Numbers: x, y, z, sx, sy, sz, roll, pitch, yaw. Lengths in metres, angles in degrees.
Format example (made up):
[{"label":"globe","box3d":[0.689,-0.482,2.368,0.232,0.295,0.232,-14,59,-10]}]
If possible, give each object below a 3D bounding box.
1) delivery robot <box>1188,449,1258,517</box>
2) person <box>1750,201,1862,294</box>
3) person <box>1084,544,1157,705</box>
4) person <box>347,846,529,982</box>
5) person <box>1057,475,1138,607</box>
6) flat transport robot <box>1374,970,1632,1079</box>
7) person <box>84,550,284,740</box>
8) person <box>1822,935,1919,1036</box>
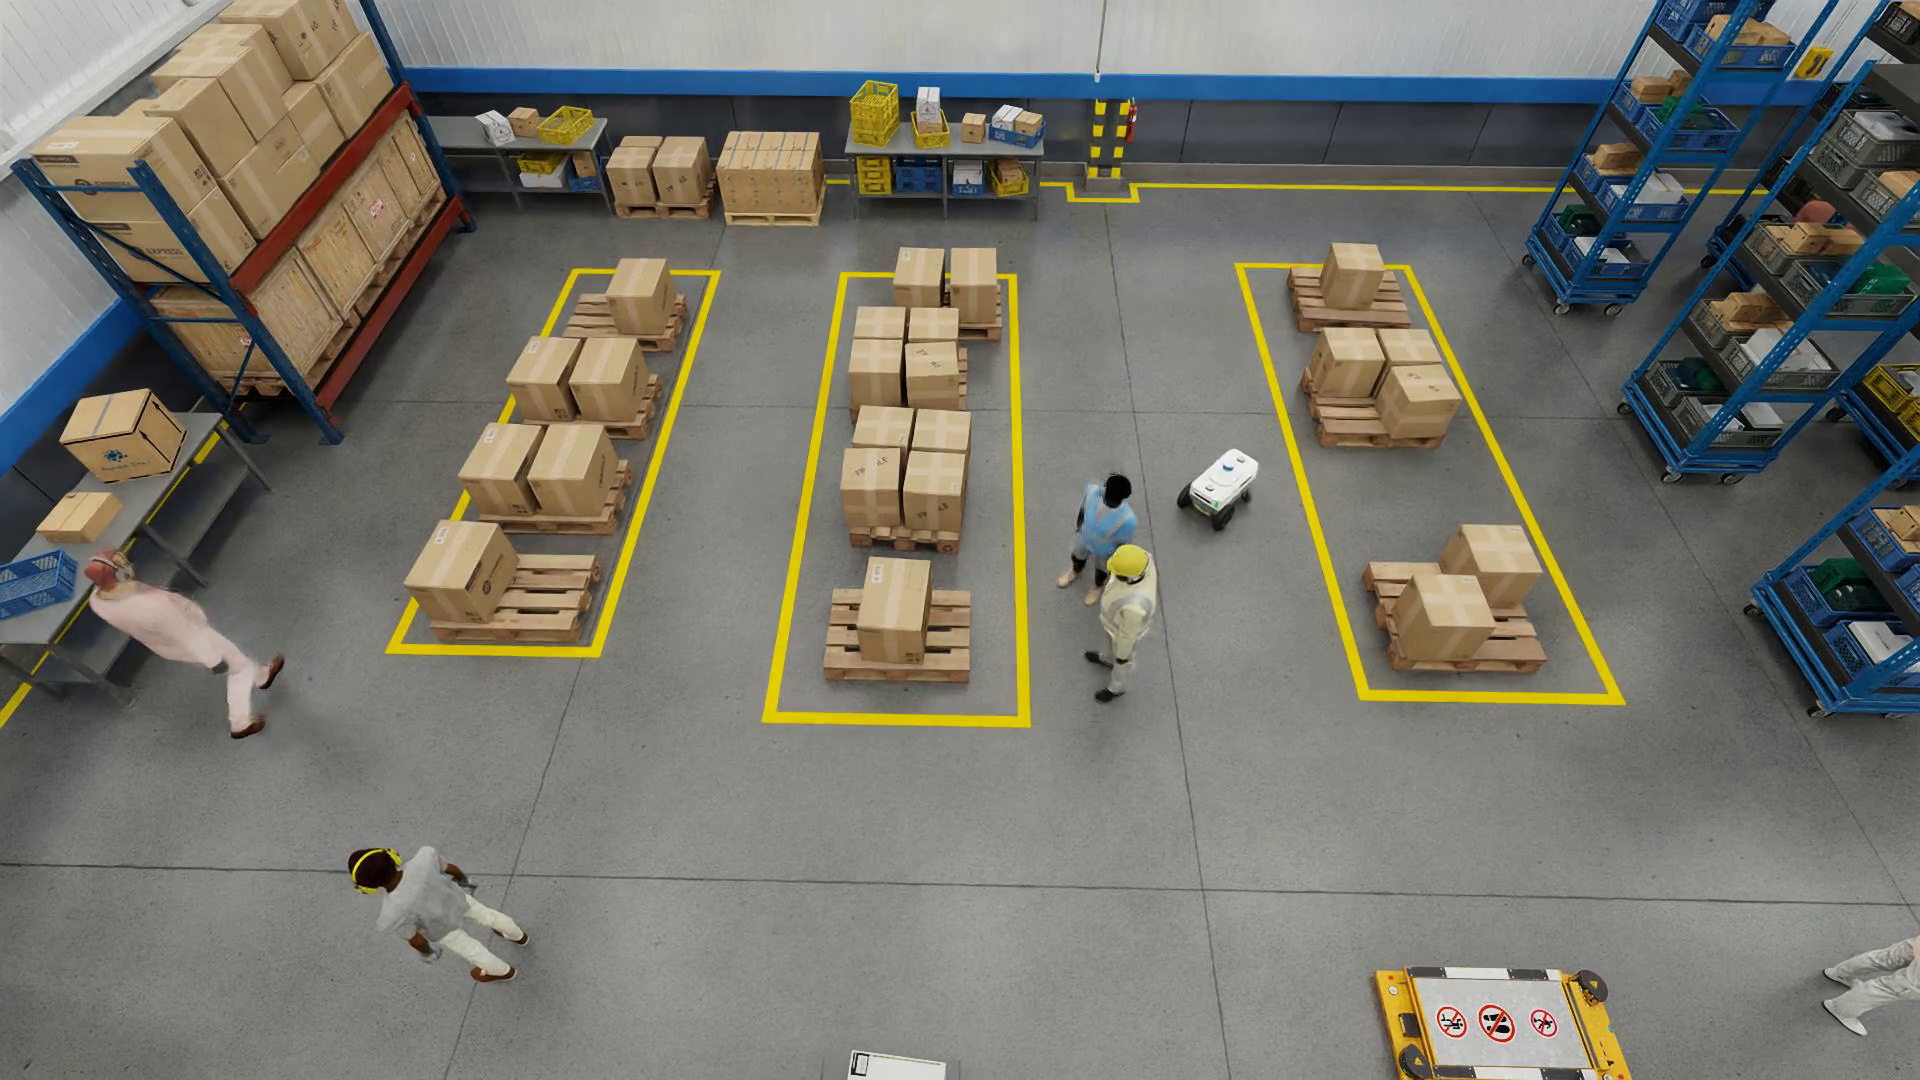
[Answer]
[{"label":"delivery robot","box3d":[2.497,-0.561,8.685,0.477,0.478,0.707,37,60,26]},{"label":"person","box3d":[8.979,-2.994,9.814,0.634,1.984,0.420,35,59,25]},{"label":"person","box3d":[1.229,0.620,6.981,0.437,1.809,0.611,10,51,8]},{"label":"person","box3d":[-3.146,2.287,5.584,0.326,1.865,0.519,8,51,7]},{"label":"person","box3d":[1.156,0.007,7.565,0.599,1.668,0.331,37,60,26]},{"label":"flat transport robot","box3d":[3.501,3.133,5.914,1.431,0.197,0.652,1,51,1]},{"label":"person","box3d":[-5.748,0.733,6.845,0.694,1.873,0.834,8,51,6]},{"label":"person","box3d":[5.899,2.545,5.515,0.308,1.640,0.510,29,56,22]}]
